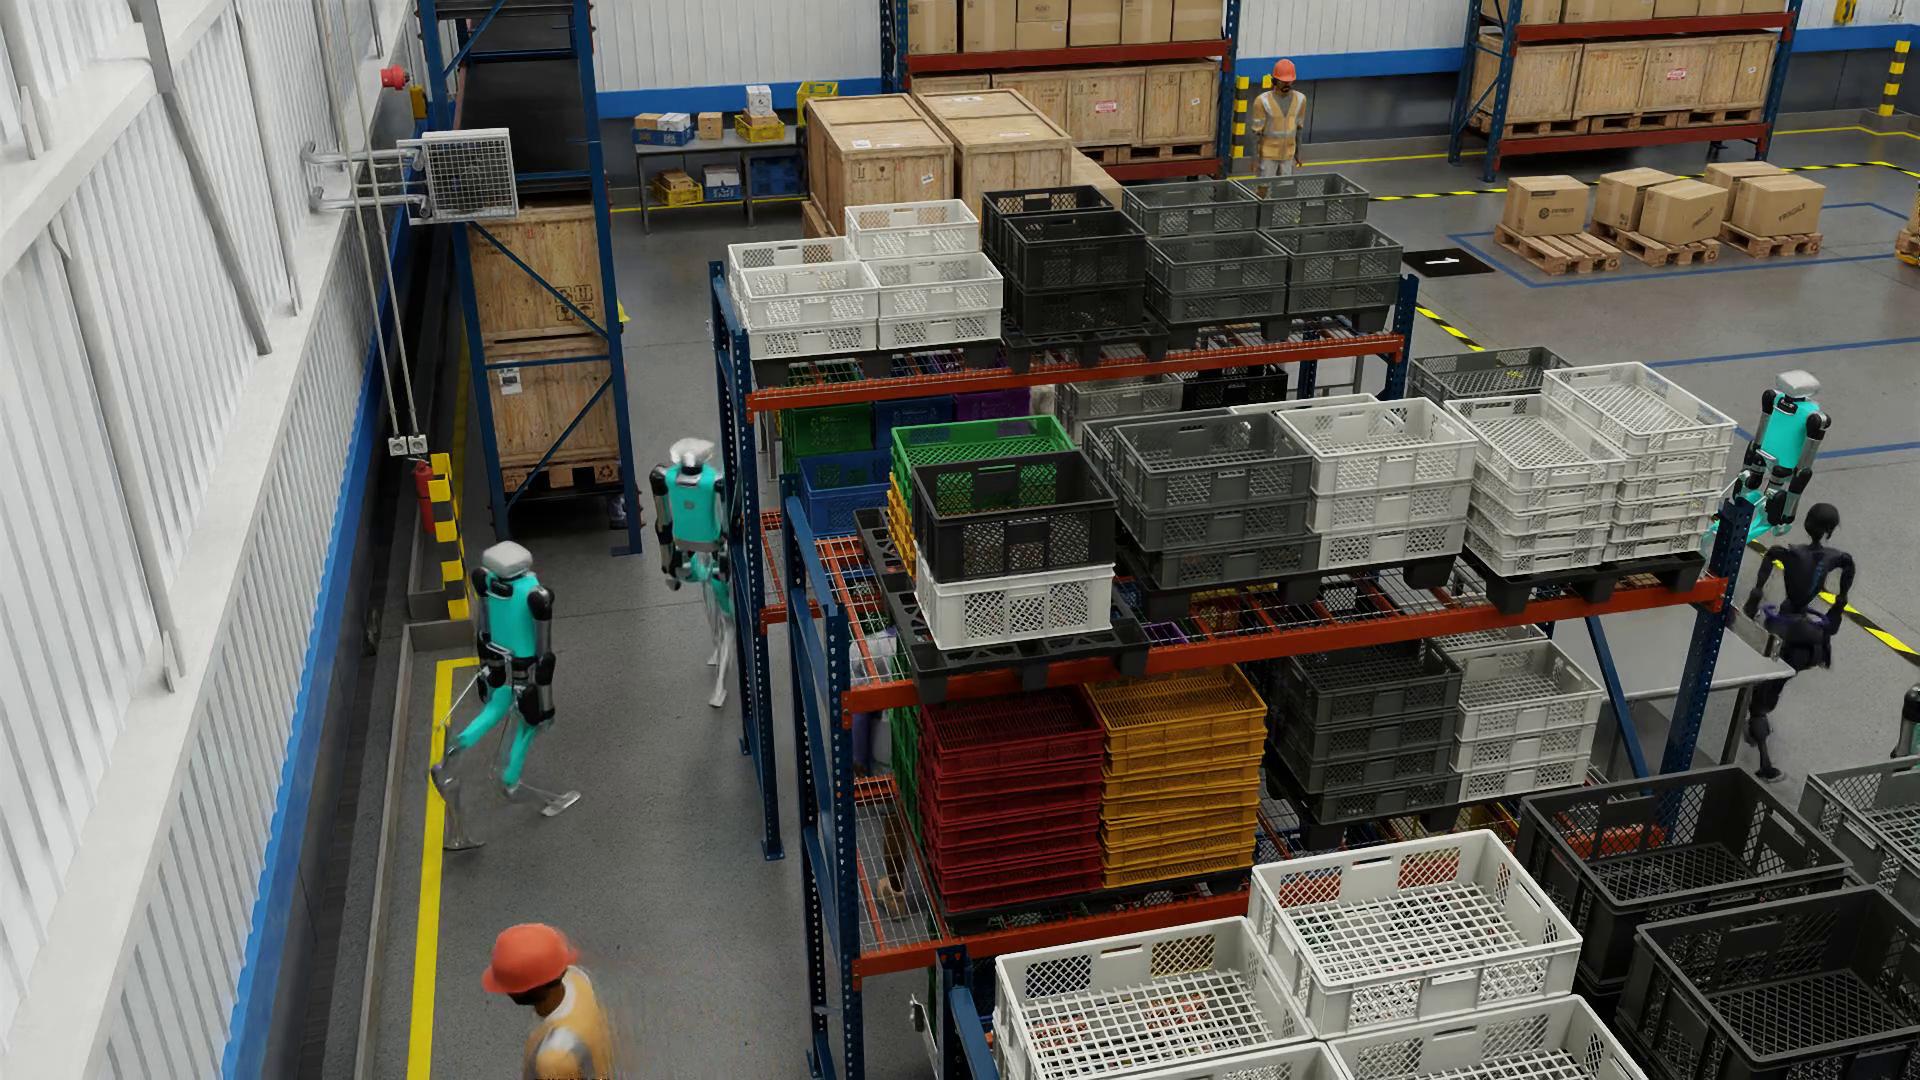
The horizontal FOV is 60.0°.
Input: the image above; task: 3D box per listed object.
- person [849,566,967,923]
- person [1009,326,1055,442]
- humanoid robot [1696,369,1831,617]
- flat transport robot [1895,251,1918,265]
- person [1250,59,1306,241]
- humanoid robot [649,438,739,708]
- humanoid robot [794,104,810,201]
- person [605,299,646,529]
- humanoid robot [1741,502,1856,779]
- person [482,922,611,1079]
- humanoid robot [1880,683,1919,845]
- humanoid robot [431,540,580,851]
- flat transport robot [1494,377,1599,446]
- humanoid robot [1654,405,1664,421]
[{"bbox_3d":[-0.254,0.996,8.259,0.607,2.040,0.391,-7,29,-12],"label":"person"},{"bbox_3d":[0.476,-0.635,11.579,0.503,1.836,0.331,25,36,38],"label":"person"},{"bbox_3d":[5.108,-0.276,10.850,0.735,1.677,0.533,-7,29,-13],"label":"humanoid robot"},{"bbox_3d":[10.627,-2.877,17.475,0.652,0.197,1.431,-6,28,-12],"label":"flat transport robot"},{"bbox_3d":[3.460,-4.198,18.110,0.615,2.041,0.377,-8,29,-14],"label":"person"},{"bbox_3d":[-1.536,0.120,10.261,0.545,1.768,0.904,5,28,10],"label":"humanoid robot"},{"bbox_3d":[-1.479,-3.928,17.988,0.587,1.639,0.461,15,31,26],"label":"humanoid robot"},{"bbox_3d":[-2.529,-0.930,12.215,0.337,1.761,0.522,-8,29,-16],"label":"person"},{"bbox_3d":[4.715,0.576,9.490,0.610,1.630,0.690,6,28,11],"label":"humanoid robot"},{"bbox_3d":[-1.438,2.170,6.158,0.541,1.920,0.561,-3,28,-7],"label":"person"},{"bbox_3d":[4.824,1.298,8.095,0.548,1.859,0.841,24,36,38],"label":"humanoid robot"},{"bbox_3d":[-2.505,0.934,8.772,0.536,1.776,1.047,17,32,29],"label":"humanoid robot"},{"bbox_3d":[4.780,-1.036,14.013,0.659,0.231,1.431,-6,28,-12],"label":"flat transport robot"},{"bbox_3d":[4.040,-0.117,10.718,1.021,1.752,0.547,10,29,18],"label":"humanoid robot"}]
